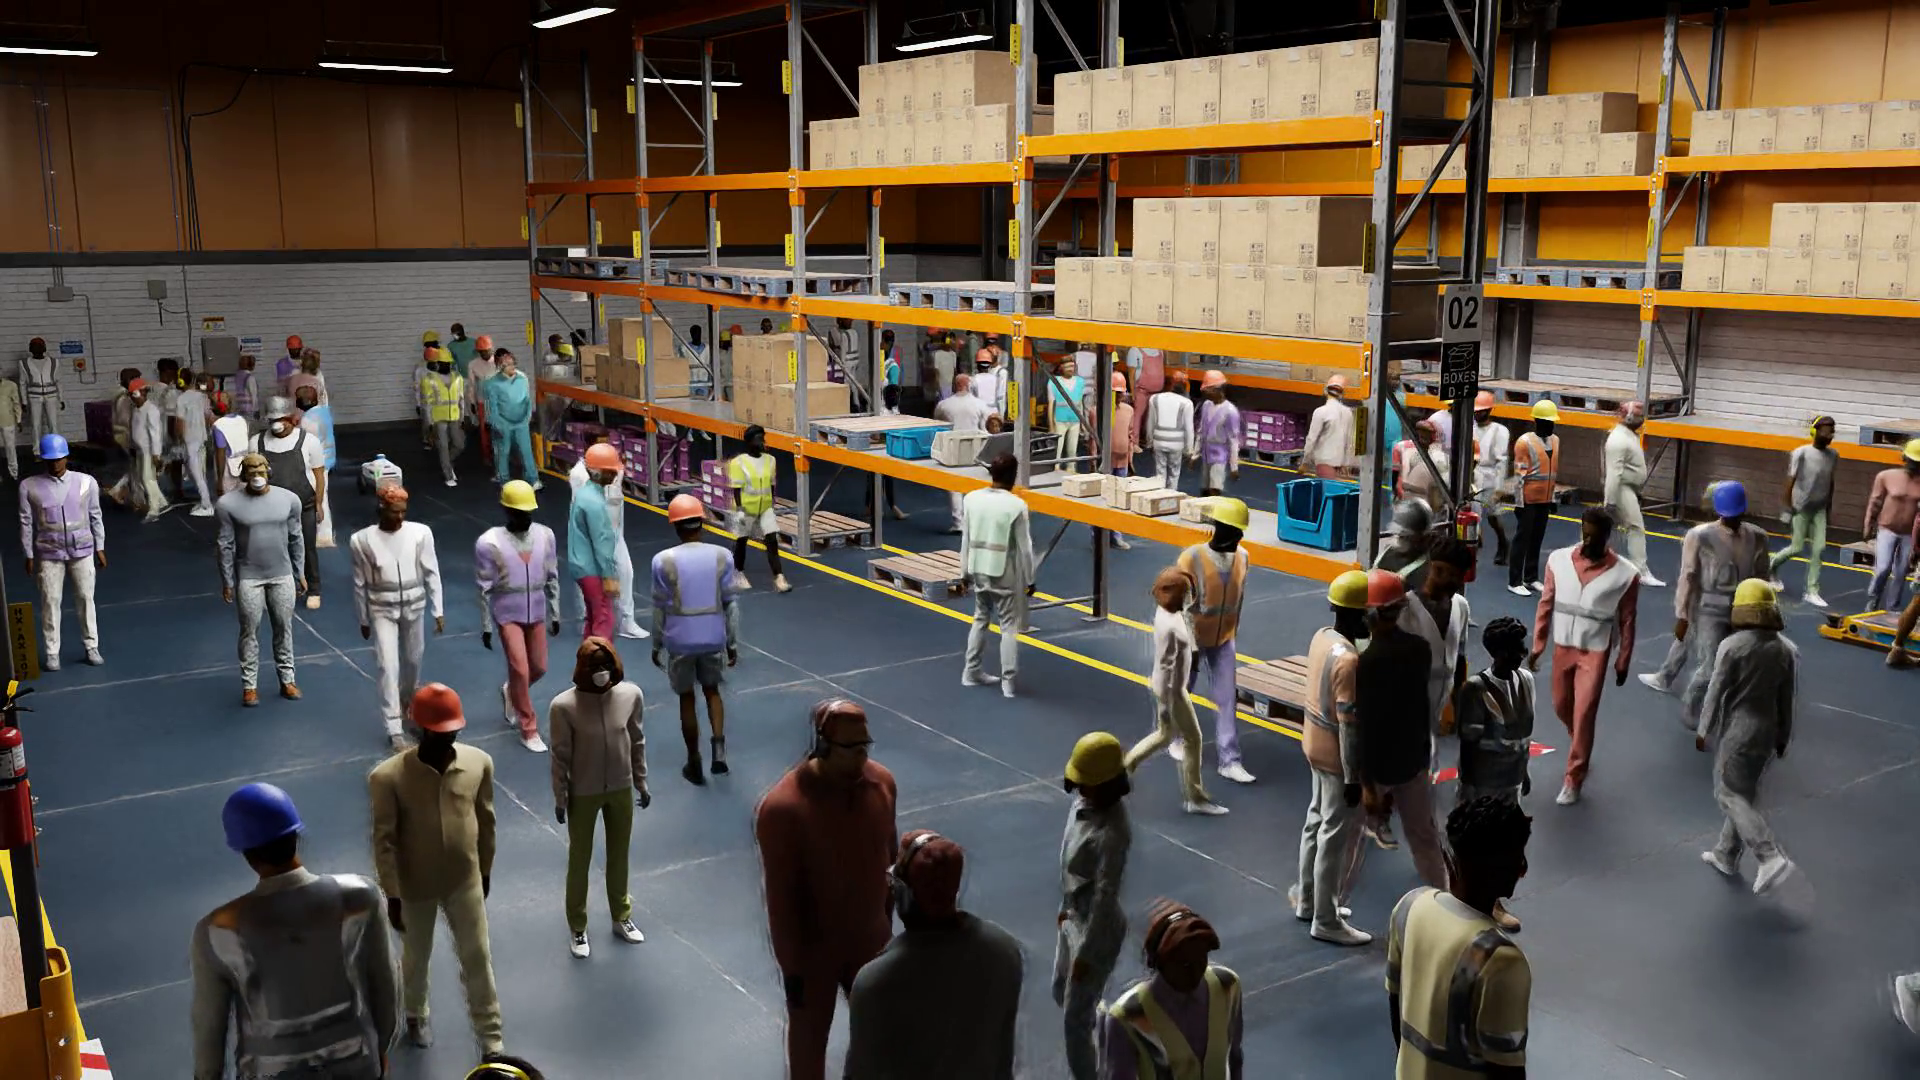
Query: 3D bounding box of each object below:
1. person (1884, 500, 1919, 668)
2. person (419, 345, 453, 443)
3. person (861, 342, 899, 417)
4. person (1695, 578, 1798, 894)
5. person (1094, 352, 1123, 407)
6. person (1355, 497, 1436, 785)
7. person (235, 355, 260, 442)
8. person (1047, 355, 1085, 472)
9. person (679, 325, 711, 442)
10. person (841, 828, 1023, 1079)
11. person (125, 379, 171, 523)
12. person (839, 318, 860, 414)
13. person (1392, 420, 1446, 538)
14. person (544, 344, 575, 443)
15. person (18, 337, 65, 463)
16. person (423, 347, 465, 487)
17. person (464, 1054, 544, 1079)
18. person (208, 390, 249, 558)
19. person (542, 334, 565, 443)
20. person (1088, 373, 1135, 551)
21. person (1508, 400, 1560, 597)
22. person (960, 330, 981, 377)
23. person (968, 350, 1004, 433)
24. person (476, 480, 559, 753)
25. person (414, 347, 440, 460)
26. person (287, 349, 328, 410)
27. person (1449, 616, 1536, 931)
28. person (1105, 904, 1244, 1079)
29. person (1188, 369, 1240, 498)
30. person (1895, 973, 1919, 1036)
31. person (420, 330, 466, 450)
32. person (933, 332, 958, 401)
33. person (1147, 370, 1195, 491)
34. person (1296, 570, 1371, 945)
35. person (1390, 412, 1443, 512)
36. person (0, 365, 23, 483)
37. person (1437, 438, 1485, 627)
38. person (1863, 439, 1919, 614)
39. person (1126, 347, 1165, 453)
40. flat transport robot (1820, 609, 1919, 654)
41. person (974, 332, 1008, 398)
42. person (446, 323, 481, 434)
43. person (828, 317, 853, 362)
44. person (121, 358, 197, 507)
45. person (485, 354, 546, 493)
[{"bbox_3d":[7.941,0.132,13.338,0.404,1.979,0.681,-8,14,-37],"label":"person"},{"bbox_3d":[-8.601,-2.384,27.175,0.511,1.607,0.509,10,15,43],"label":"person"},{"bbox_3d":[-1.201,-2.093,25.157,0.553,1.814,0.699,-9,14,-39],"label":"person"},{"bbox_3d":[4.391,1.086,9.148,0.539,1.706,0.682,-3,11,-15],"label":"person"},{"bbox_3d":[2.181,-1.894,24.250,0.532,1.767,0.328,-7,13,-33],"label":"person"},{"bbox_3d":[2.735,0.675,10.398,0.622,2.000,0.779,-2,11,-9],"label":"person"},{"bbox_3d":[-10.641,-1.948,24.871,0.550,1.629,0.388,10,15,41],"label":"person"},{"bbox_3d":[1.415,-1.567,22.381,0.570,1.840,0.373,-6,13,-28],"label":"person"},{"bbox_3d":[-4.347,-2.586,27.407,0.596,1.914,0.372,-7,13,-33],"label":"person"},{"bbox_3d":[-0.086,1.798,5.035,0.572,1.889,0.671,10,15,42],"label":"person"},{"bbox_3d":[-9.920,-1.102,20.287,0.599,1.729,0.447,10,15,40],"label":"person"},{"bbox_3d":[-2.081,-3.265,30.993,0.467,1.874,0.584,6,12,27],"label":"person"},{"bbox_3d":[4.154,-0.217,15.541,0.730,1.809,0.613,-4,12,-21],"label":"person"},{"bbox_3d":[-6.216,-2.153,25.688,0.573,1.713,0.551,2,11,8],"label":"person"},{"bbox_3d":[-13.798,-2.102,25.013,0.583,1.881,0.337,-7,13,-33],"label":"person"},{"bbox_3d":[-7.055,-1.688,22.817,0.593,1.911,0.447,-11,15,-43],"label":"person"},{"bbox_3d":[-1.002,2.047,3.818,0.533,1.868,0.309,1,11,3],"label":"person"},{"bbox_3d":[-7.902,-0.712,18.033,0.422,1.842,0.612,1,11,6],"label":"person"},{"bbox_3d":[-6.435,-2.359,26.463,0.352,1.837,0.502,3,12,17],"label":"person"},{"bbox_3d":[1.683,-0.854,18.348,0.621,1.990,0.391,-7,13,-33],"label":"person"},{"bbox_3d":[5.648,-0.414,16.263,0.593,1.924,0.384,-7,13,-33],"label":"person"},{"bbox_3d":[0.219,-2.895,28.985,0.441,1.932,0.743,-1,11,-5],"label":"person"},{"bbox_3d":[0.289,-1.577,22.257,0.576,1.920,0.401,-4,12,-18],"label":"person"},{"bbox_3d":[-3.104,0.498,11.660,0.590,1.904,0.733,-10,15,-40],"label":"person"},{"bbox_3d":[-8.063,-2.117,25.499,0.580,1.728,0.705,-3,11,-15],"label":"person"},{"bbox_3d":[-9.119,-1.731,23.151,0.548,1.872,0.707,3,11,15],"label":"person"},{"bbox_3d":[2.737,1.213,8.524,0.540,1.695,0.318,-7,13,-33],"label":"person"},{"bbox_3d":[0.684,1.899,5.186,0.530,1.622,0.377,-6,12,-27],"label":"person"},{"bbox_3d":[2.910,-0.903,18.573,0.685,2.008,0.616,-5,12,-25],"label":"person"},{"bbox_3d":[4.489,1.465,7.163,0.486,1.724,0.606,-7,13,-32],"label":"person"},{"bbox_3d":[-8.213,-2.362,26.289,0.604,1.907,0.630,-8,14,-36],"label":"person"},{"bbox_3d":[-0.132,-2.412,26.736,0.655,1.840,0.525,10,15,42],"label":"person"},{"bbox_3d":[2.553,-1.139,20.151,0.610,1.871,0.539,4,12,22],"label":"person"},{"bbox_3d":[1.956,1.097,8.530,0.382,1.924,0.594,-1,11,-3],"label":"person"},{"bbox_3d":[4.765,-0.501,17.357,0.542,1.666,0.774,3,12,17],"label":"person"},{"bbox_3d":[-13.265,-1.636,22.962,0.572,1.749,0.343,-7,13,-33],"label":"person"},{"bbox_3d":[4.495,-0.056,14.878,0.572,1.749,0.343,-7,13,-33],"label":"person"},{"bbox_3d":[8.422,-0.052,14.891,0.559,1.732,0.424,4,12,19],"label":"person"},{"bbox_3d":[2.959,-2.385,26.058,0.687,2.000,0.535,-7,13,-33],"label":"person"},{"bbox_3d":[8.195,0.826,14.165,0.652,0.197,1.431,-6,13,-28],"label":"flat transport robot"},{"bbox_3d":[0.492,-2.450,26.718,0.569,1.909,0.703,-1,11,-6],"label":"person"},{"bbox_3d":[-8.373,-2.738,28.244,0.638,1.893,0.604,3,11,13],"label":"person"},{"bbox_3d":[-2.276,-3.446,31.989,0.569,1.843,0.373,-7,13,-33],"label":"person"},{"bbox_3d":[-10.169,-1.336,21.008,0.627,1.926,0.870,6,13,29],"label":"person"},{"bbox_3d":[-5.916,-1.528,22.130,0.659,1.865,0.949,-10,15,-40],"label":"person"}]
